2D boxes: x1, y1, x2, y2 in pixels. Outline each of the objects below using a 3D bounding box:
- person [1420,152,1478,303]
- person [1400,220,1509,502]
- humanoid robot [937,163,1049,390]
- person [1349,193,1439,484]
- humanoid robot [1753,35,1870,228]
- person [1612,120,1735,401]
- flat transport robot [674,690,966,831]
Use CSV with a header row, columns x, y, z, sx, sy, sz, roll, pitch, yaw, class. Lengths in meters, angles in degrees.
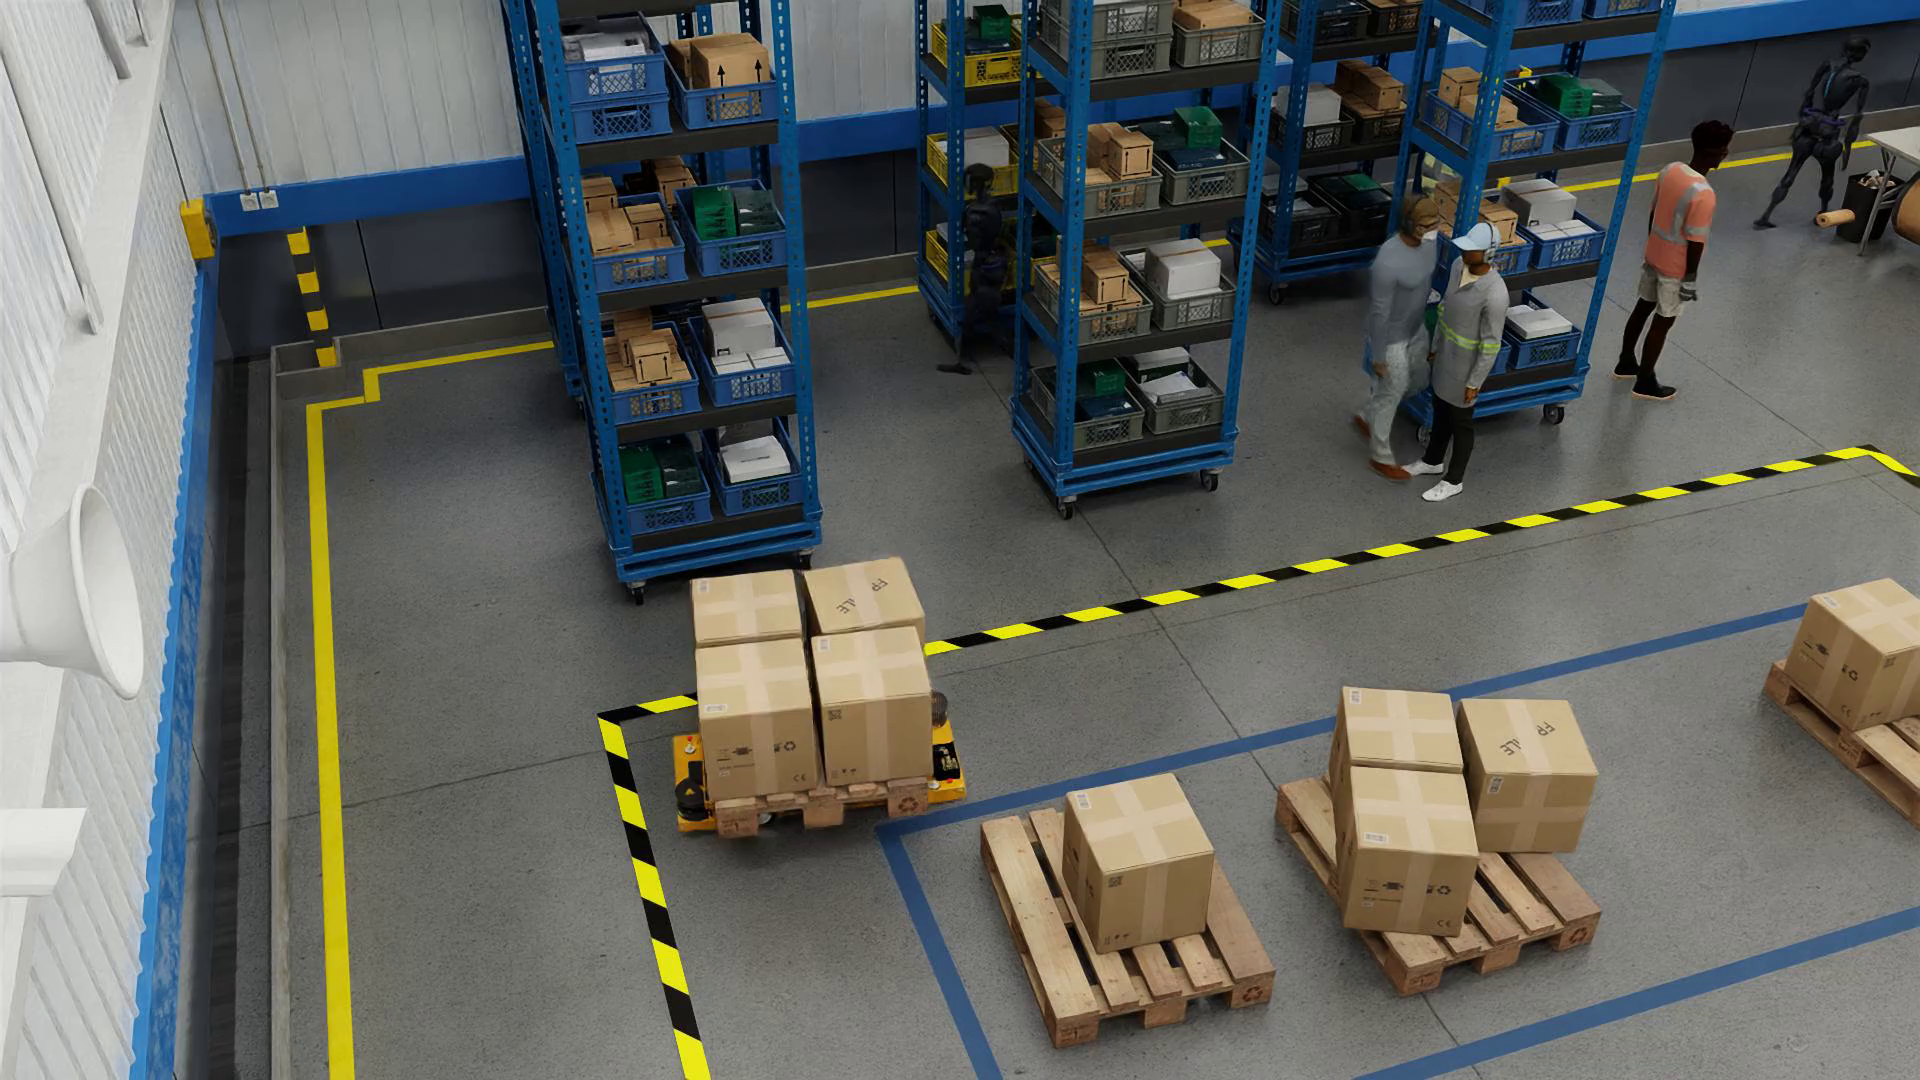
x,y,z,sx,sy,sz,roll,pitch,yaw,class
3.597,-2.542,12.295,0.429,1.844,0.626,6,36,8,person
3.060,-1.103,10.246,0.374,1.852,0.588,-9,36,-12,person
0.230,-1.803,11.456,0.825,1.639,0.607,6,36,8,humanoid robot
2.764,-1.268,10.413,0.495,1.927,0.668,26,43,32,person
7.040,-3.325,13.598,0.791,1.634,0.608,-15,38,-20,humanoid robot
4.835,-1.898,11.275,0.367,1.964,0.608,-4,35,-5,person
-0.730,1.107,8.462,1.431,0.197,0.652,-6,36,-8,flat transport robot
